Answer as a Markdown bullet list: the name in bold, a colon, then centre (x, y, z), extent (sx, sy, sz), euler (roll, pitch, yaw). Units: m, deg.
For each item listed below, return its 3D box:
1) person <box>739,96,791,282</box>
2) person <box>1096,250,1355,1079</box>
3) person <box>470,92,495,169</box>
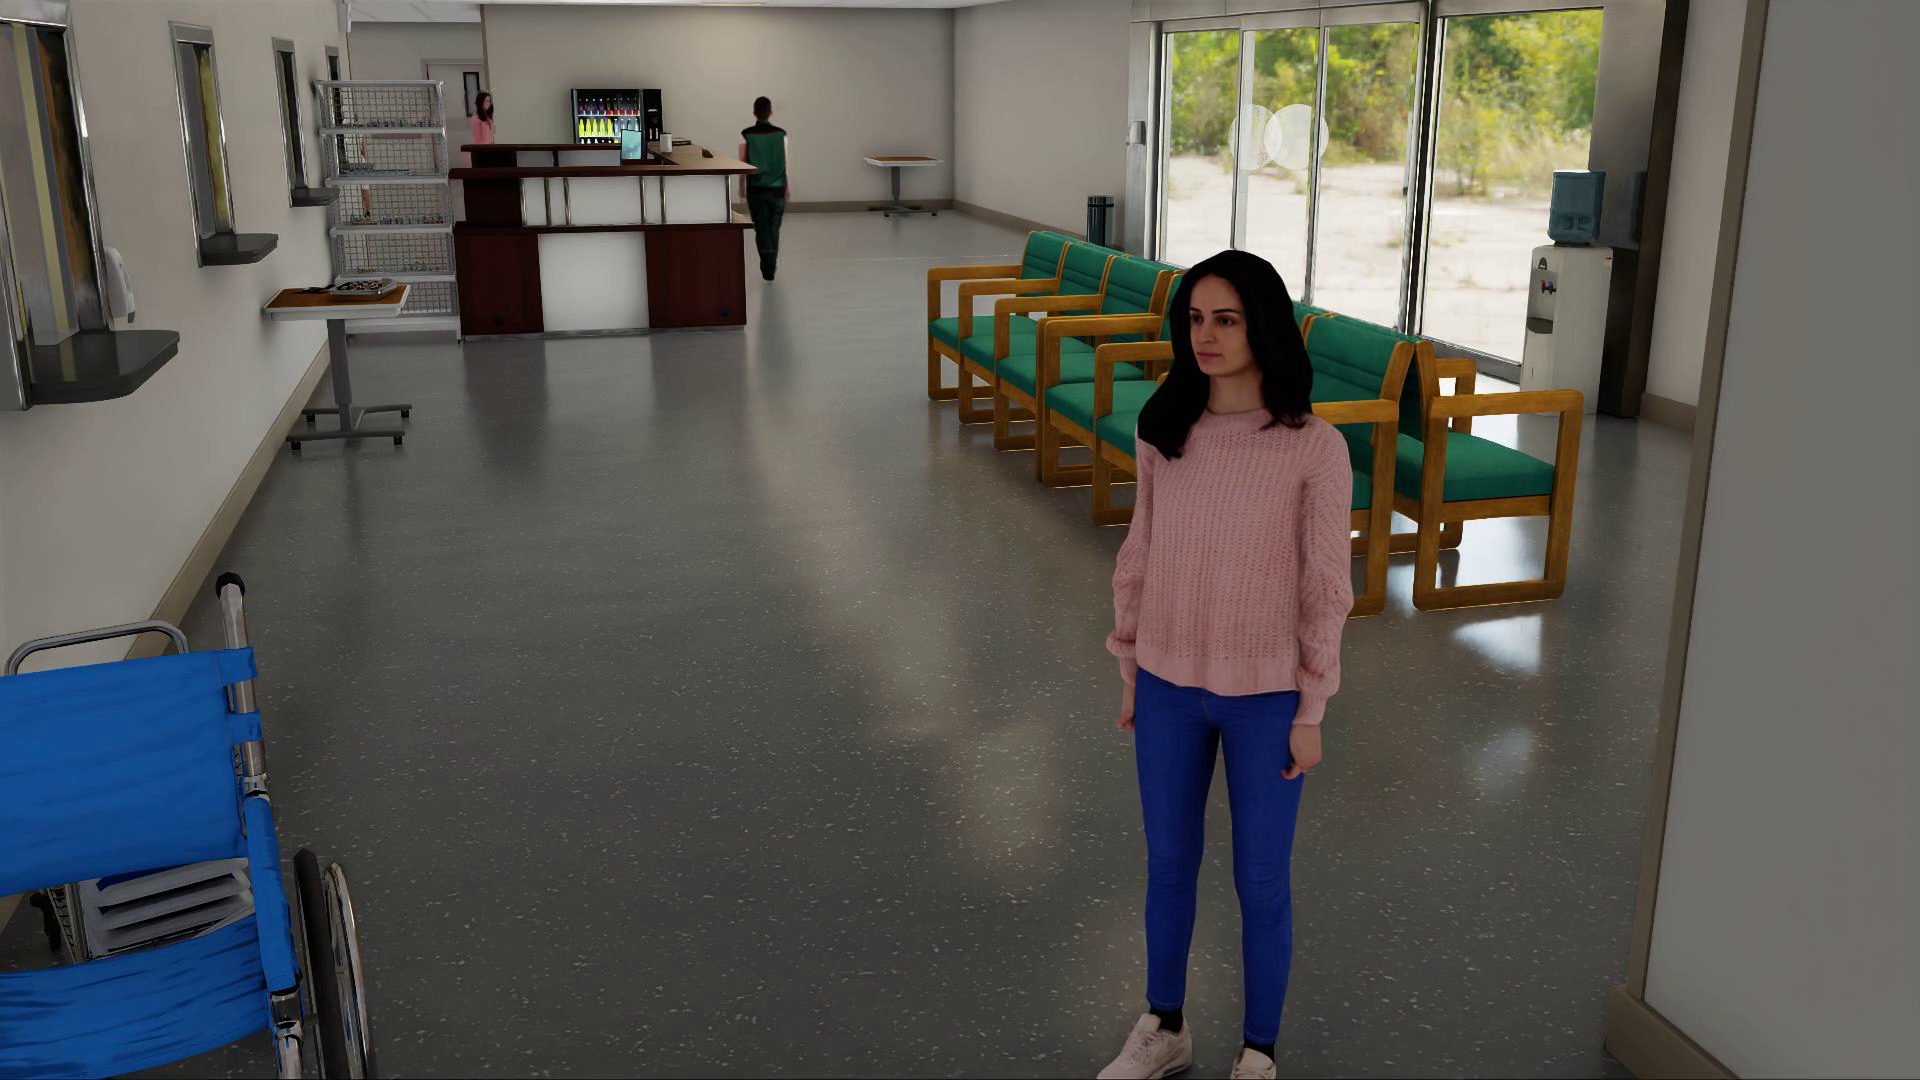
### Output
- **person**: centre (-1.949, -3.478, 16.658), extent (1.033, 1.800, 0.735), euler (-3, 16, -12)
- **person**: centre (0.520, 0.317, 3.255), extent (0.723, 1.768, 0.754), euler (11, 19, 34)
- **person**: centre (-6.837, -5.412, 23.573), extent (1.054, 1.770, 0.958), euler (6, 17, 19)
